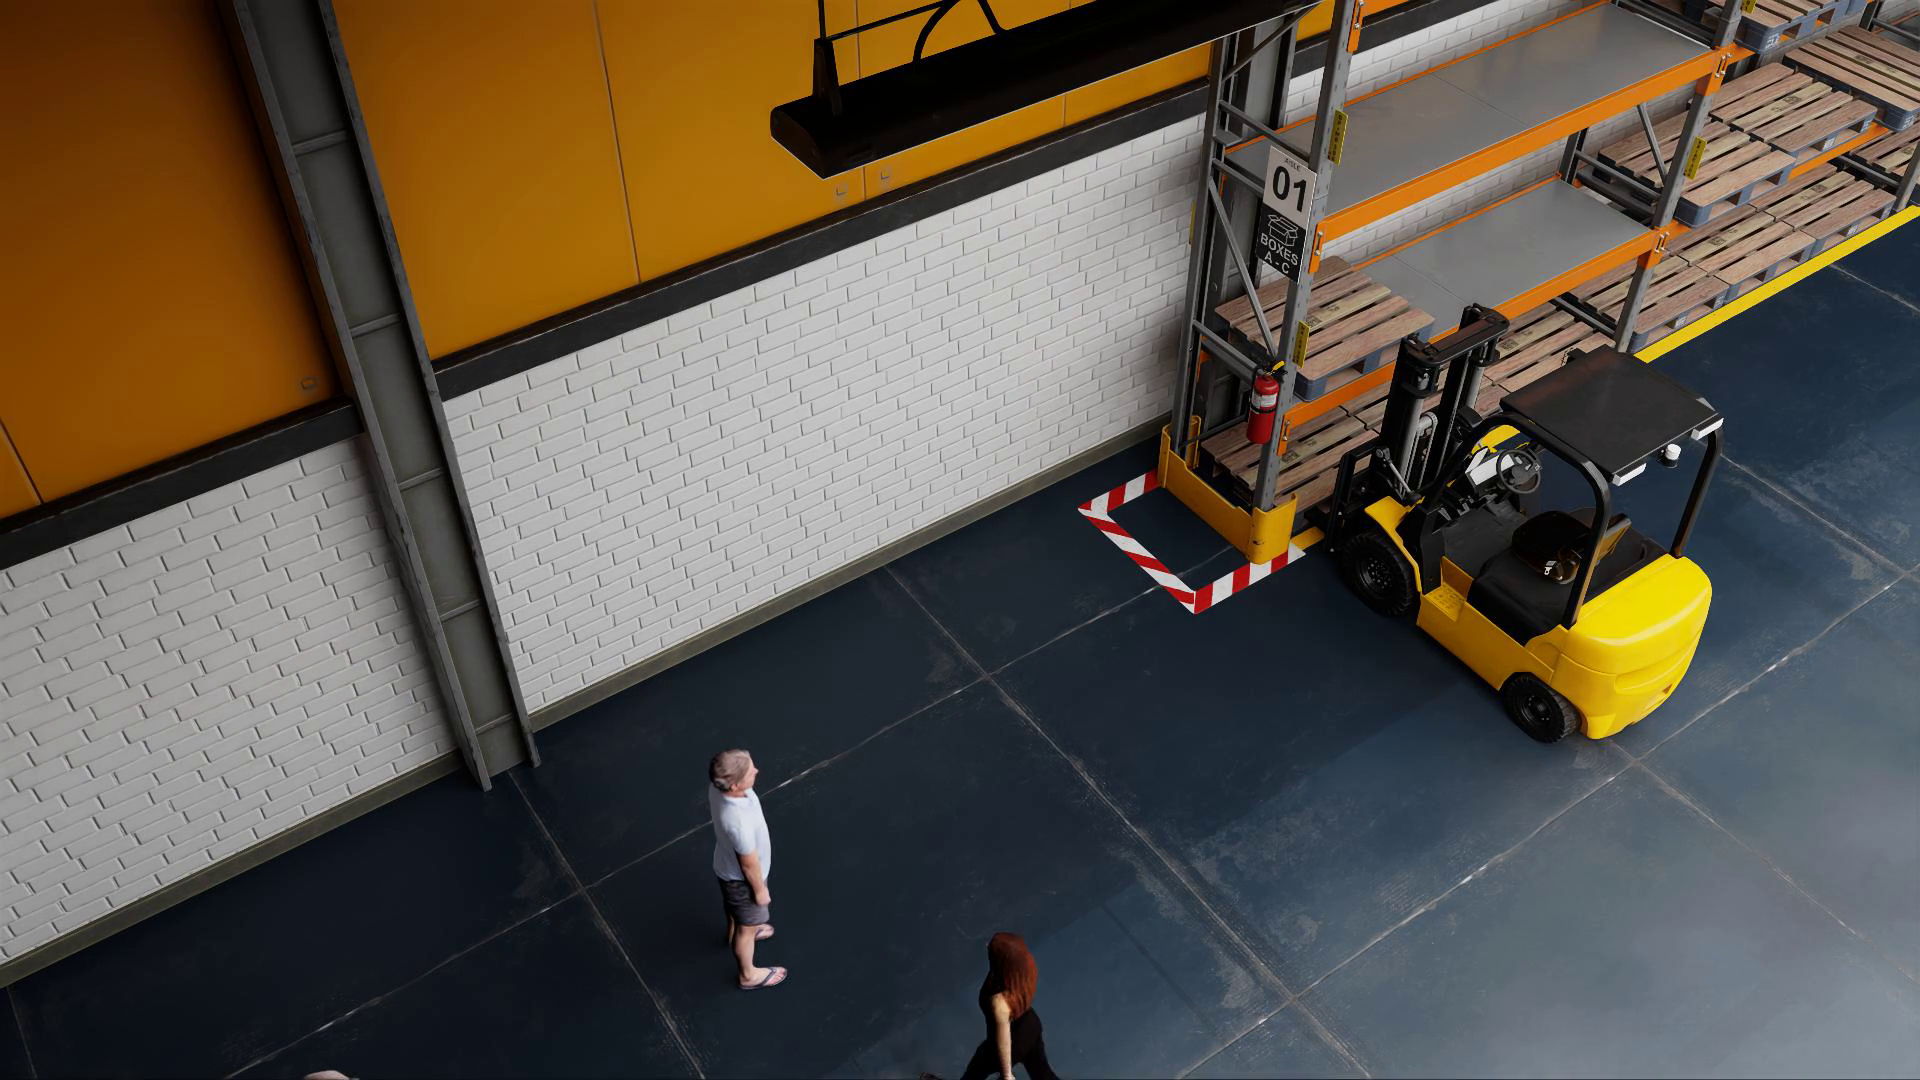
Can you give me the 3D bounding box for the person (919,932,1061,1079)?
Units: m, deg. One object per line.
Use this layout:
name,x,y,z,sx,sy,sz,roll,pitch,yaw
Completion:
person,0.339,2.541,8.337,1.003,1.679,1.163,20,47,20

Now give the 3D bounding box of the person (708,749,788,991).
person,-1.198,1.765,9.042,0.669,1.829,0.707,-10,45,-11
